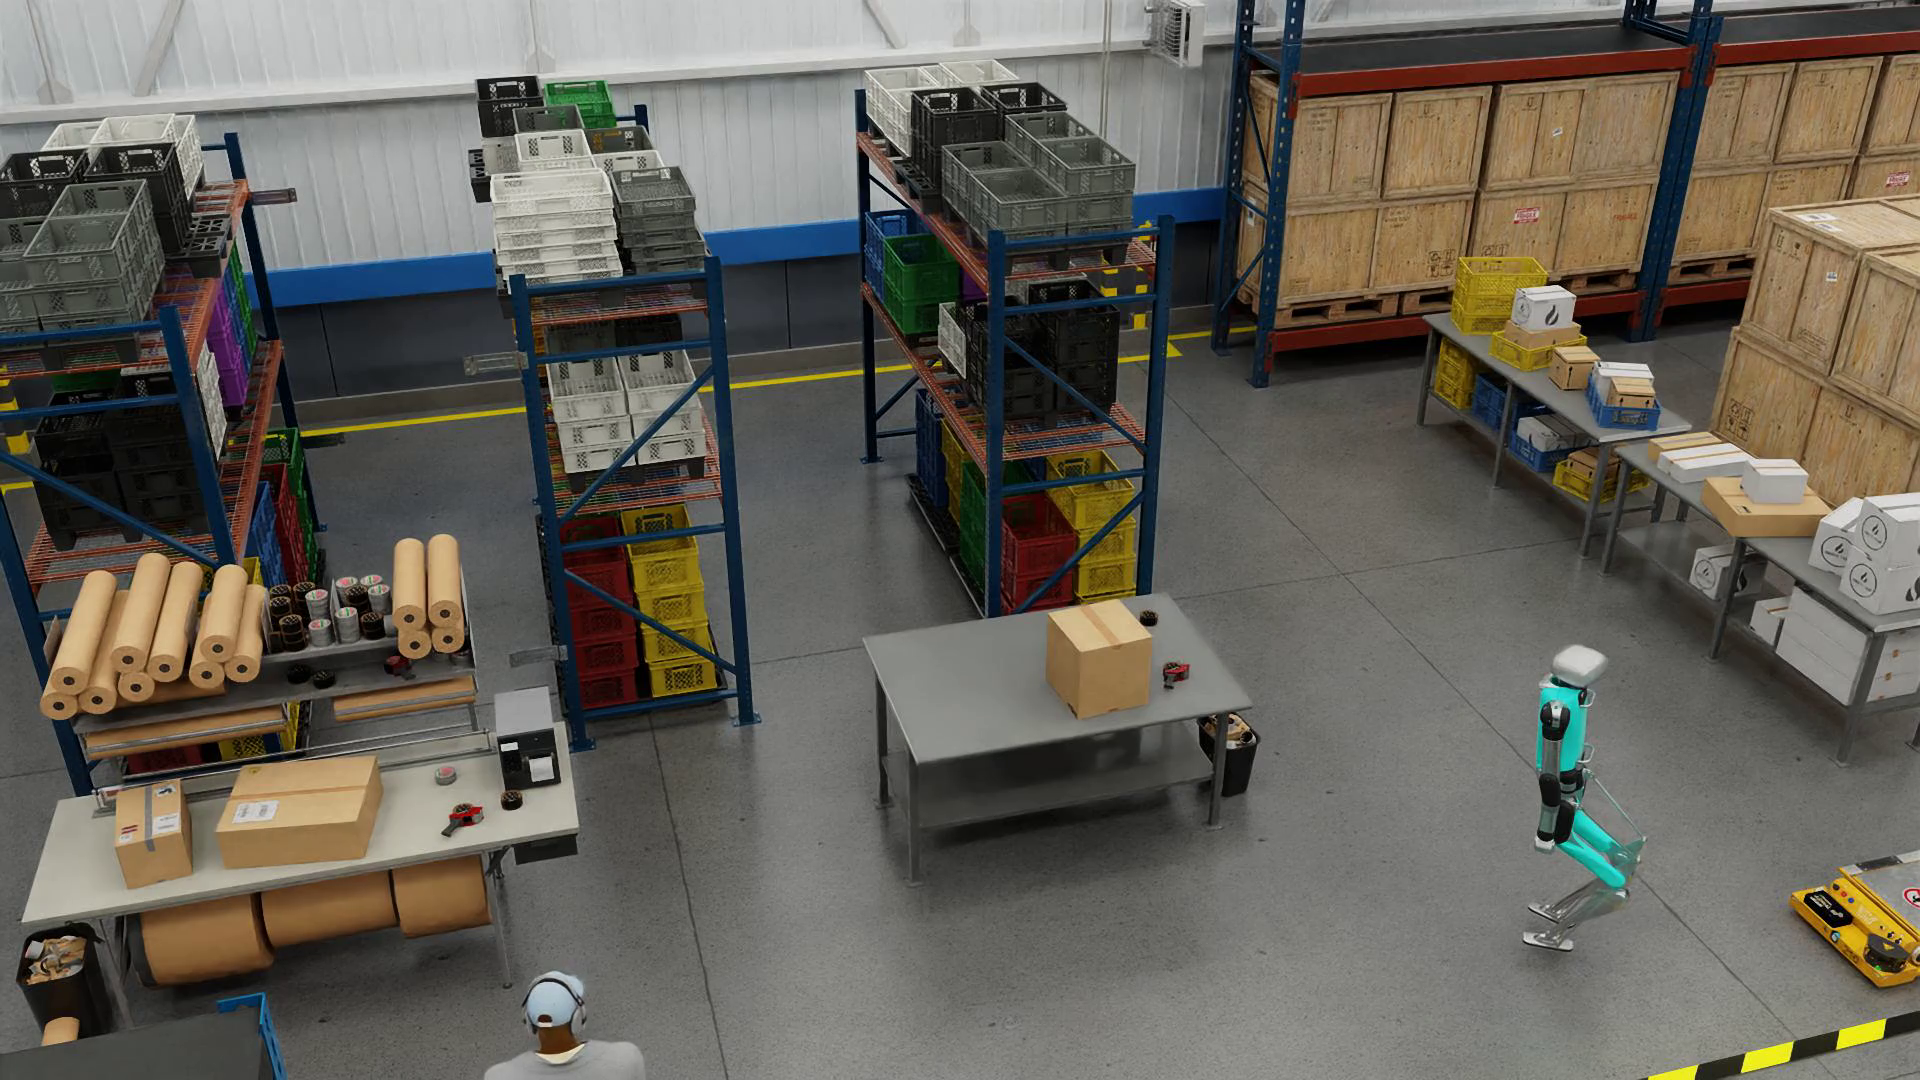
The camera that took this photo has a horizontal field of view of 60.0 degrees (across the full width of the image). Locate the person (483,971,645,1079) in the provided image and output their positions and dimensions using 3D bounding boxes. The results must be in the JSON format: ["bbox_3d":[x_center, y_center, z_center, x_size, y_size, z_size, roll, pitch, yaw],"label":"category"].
[{"bbox_3d":[-1.427,2.351,6.247,0.588,1.847,0.407,-7,30,-12],"label":"person"}]

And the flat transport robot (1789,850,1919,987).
[{"bbox_3d":[5.163,1.916,8.676,1.431,0.231,0.659,-8,30,-14],"label":"flat transport robot"}]

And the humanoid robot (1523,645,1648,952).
[{"bbox_3d":[3.101,1.313,8.113,0.735,1.673,0.533,15,32,25],"label":"humanoid robot"}]
